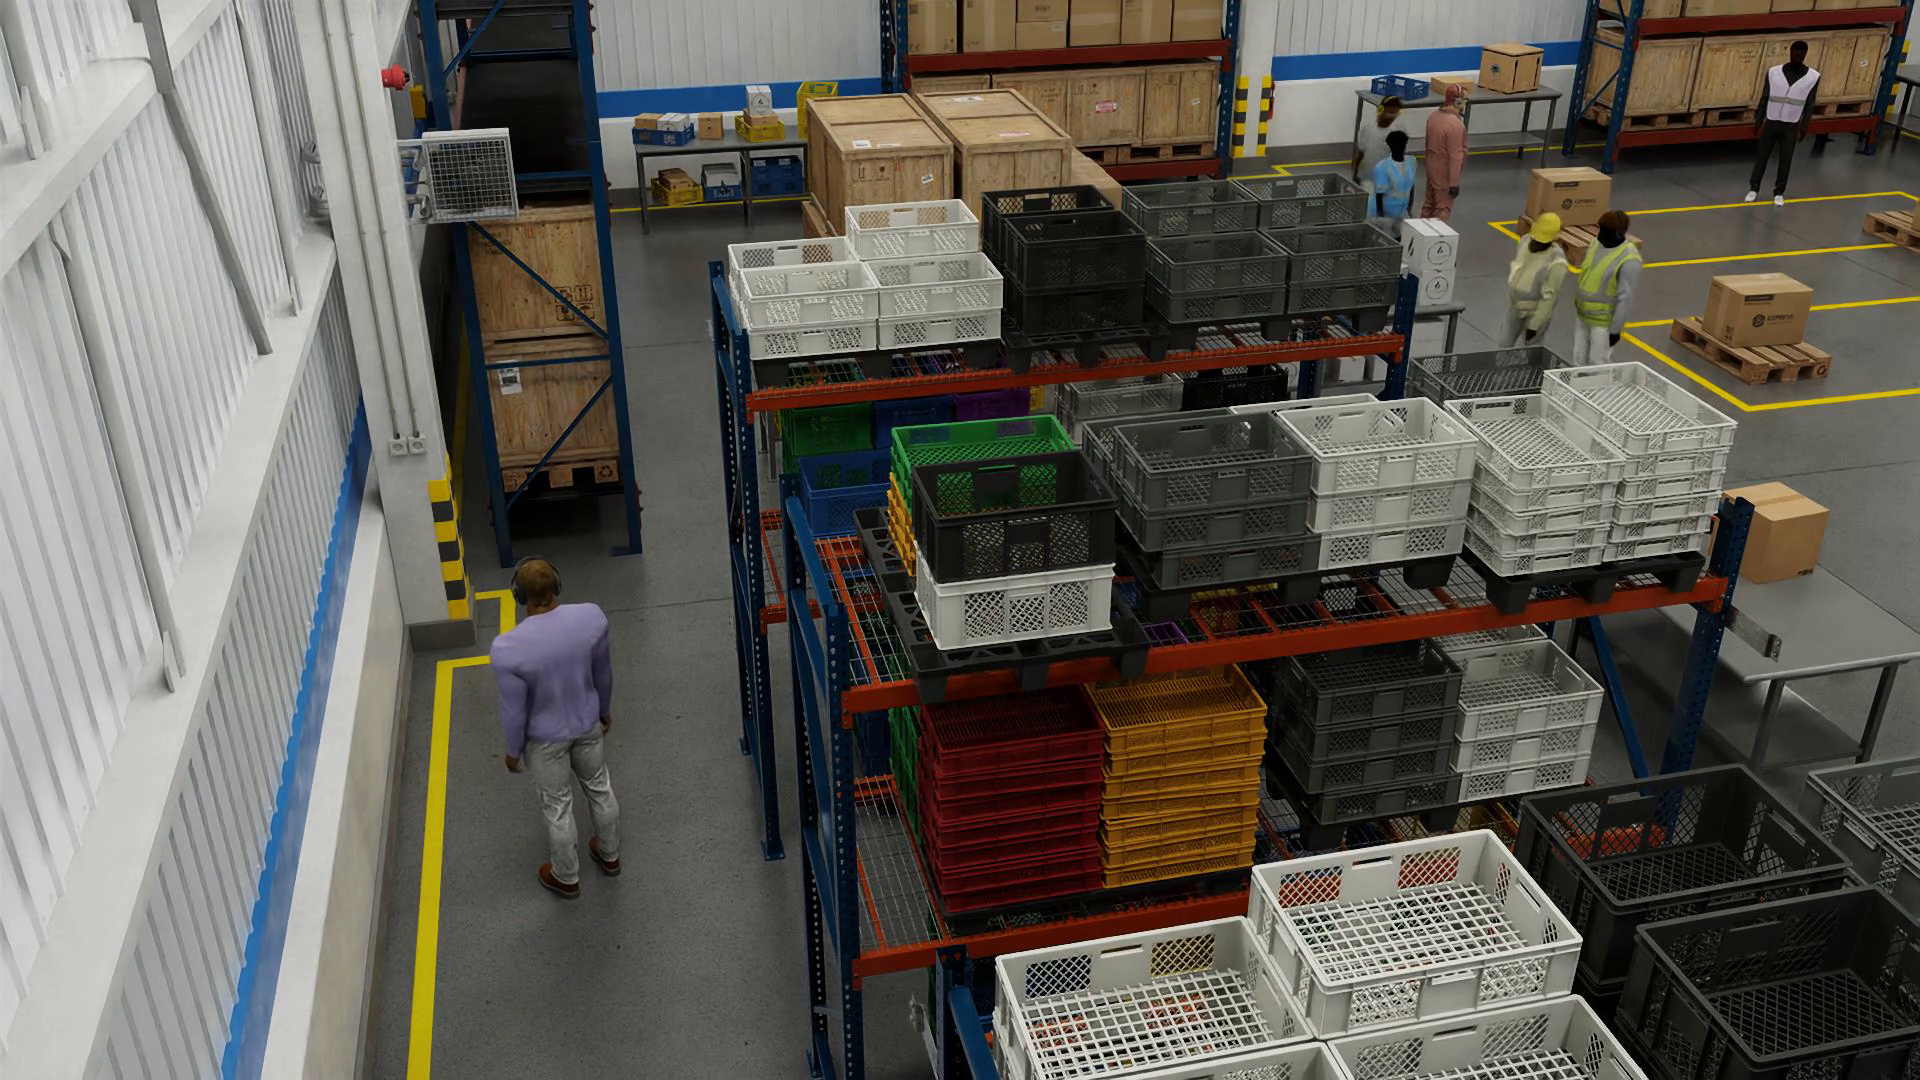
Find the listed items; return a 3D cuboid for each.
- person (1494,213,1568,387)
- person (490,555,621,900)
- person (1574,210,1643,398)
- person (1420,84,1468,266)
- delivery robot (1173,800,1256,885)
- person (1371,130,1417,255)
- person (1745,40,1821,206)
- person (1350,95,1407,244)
[{"bbox_3d":[4.783,-1.956,14.129,0.798,1.770,0.661,-12,30,-21],"label":"person"},{"bbox_3d":[-2.030,0.956,8.436,0.627,1.933,0.375,-22,35,-35],"label":"person"},{"bbox_3d":[5.345,-1.861,13.894,0.438,1.829,0.636,-5,28,-10],"label":"person"},{"bbox_3d":[5.139,-3.863,17.606,0.408,1.905,0.652,-5,28,-9],"label":"person"},{"bbox_3d":[1.237,1.537,8.702,0.477,0.478,0.707,24,36,38],"label":"delivery robot"},{"bbox_3d":[4.391,-3.329,16.870,0.560,1.668,0.395,-18,33,-30],"label":"person"},{"bbox_3d":[9.699,-4.924,19.616,0.591,1.910,0.376,14,31,25],"label":"person"},{"bbox_3d":[4.422,-3.806,17.592,0.568,1.826,0.859,10,29,18],"label":"person"}]
